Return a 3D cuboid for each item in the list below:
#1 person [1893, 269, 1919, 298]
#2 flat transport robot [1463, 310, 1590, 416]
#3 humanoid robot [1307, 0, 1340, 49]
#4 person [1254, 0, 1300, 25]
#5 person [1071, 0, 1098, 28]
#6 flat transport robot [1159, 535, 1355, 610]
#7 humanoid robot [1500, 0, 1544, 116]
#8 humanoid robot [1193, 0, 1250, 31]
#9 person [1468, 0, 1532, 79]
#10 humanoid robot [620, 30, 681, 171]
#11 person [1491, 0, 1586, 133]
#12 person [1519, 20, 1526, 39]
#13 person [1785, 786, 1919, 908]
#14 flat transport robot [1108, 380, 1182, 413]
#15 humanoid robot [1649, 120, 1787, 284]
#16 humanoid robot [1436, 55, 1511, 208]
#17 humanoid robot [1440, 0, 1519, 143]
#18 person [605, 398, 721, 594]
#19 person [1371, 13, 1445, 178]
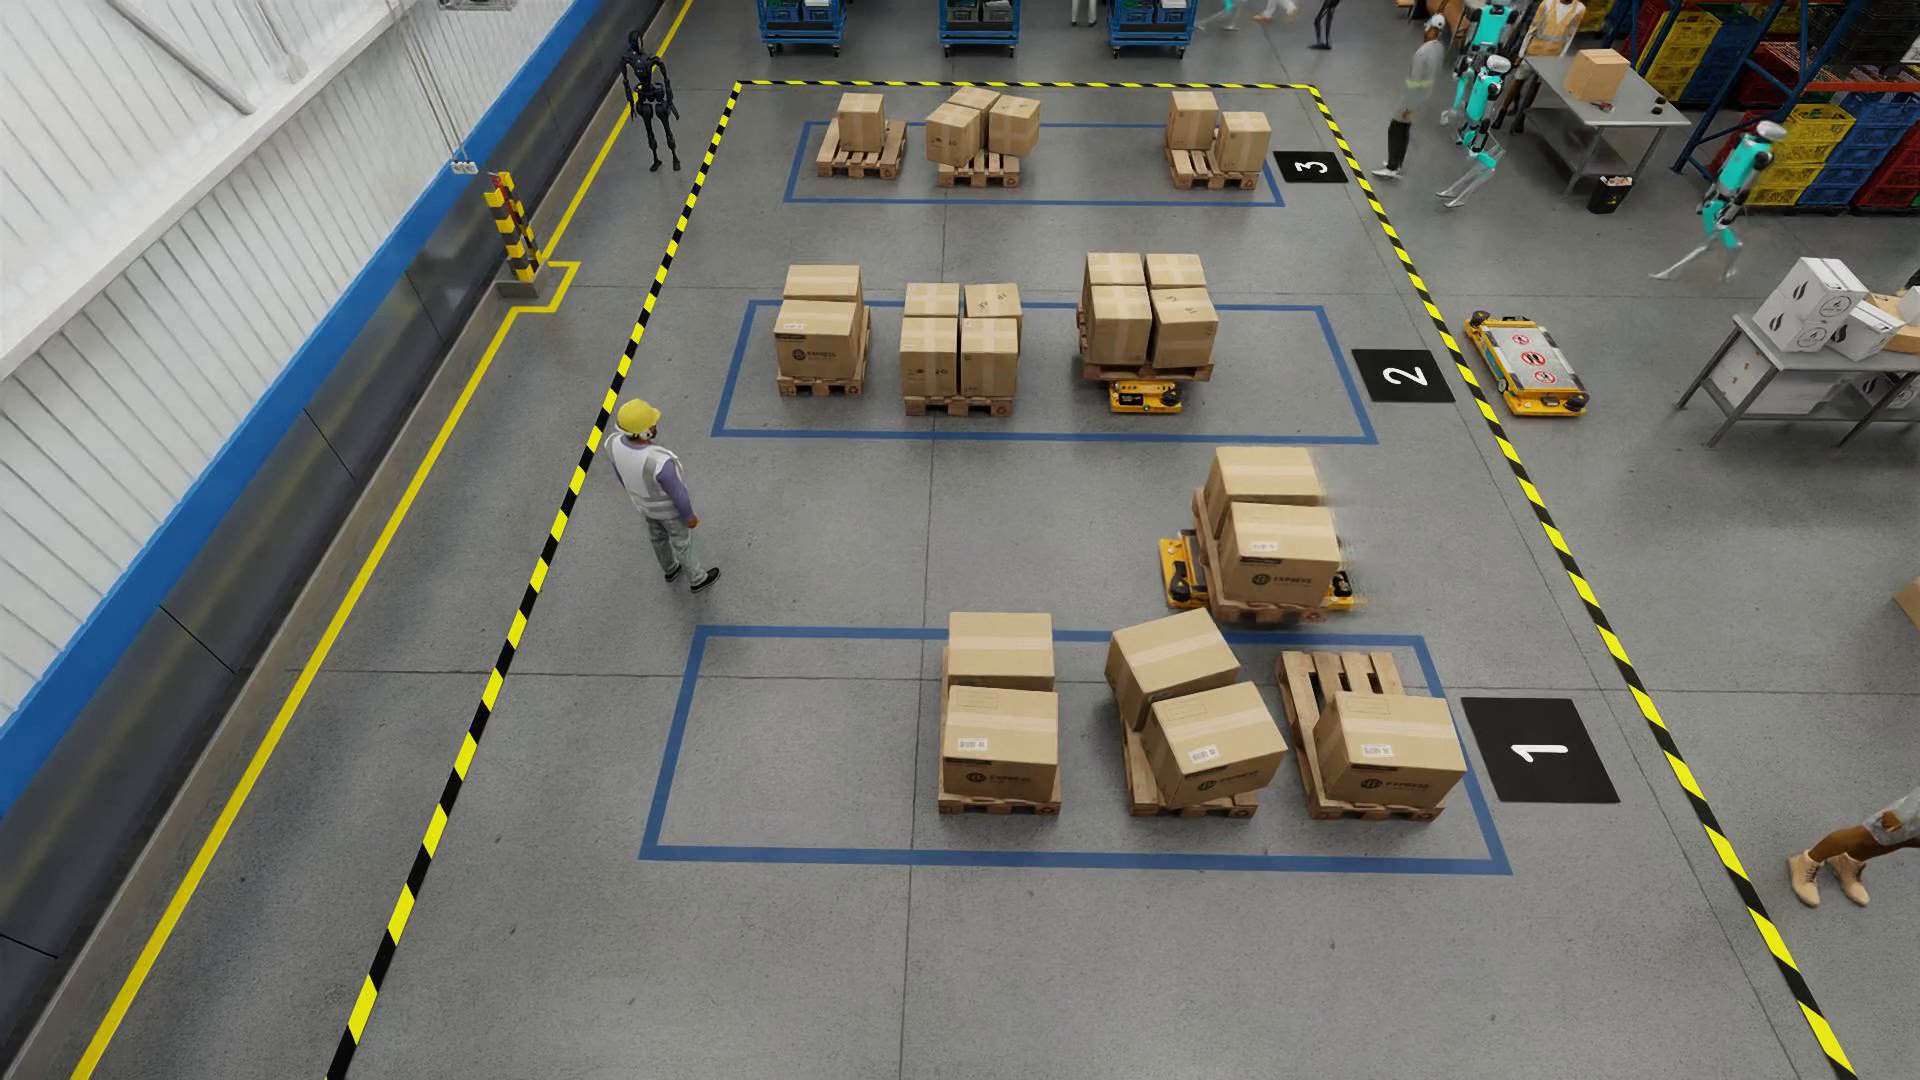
[{"bbox_3d":[10.342,-3.174,9.249,0.332,1.836,0.503,-31,56,-24],"label":"person"},{"bbox_3d":[5.573,-1.757,9.054,0.659,0.231,1.431,1,49,1],"label":"flat transport robot"},{"bbox_3d":[5.626,-8.247,13.737,0.366,1.645,0.584,16,51,13],"label":"humanoid robot"},{"bbox_3d":[5.134,-9.017,14.313,0.654,1.816,0.644,24,53,19],"label":"person"},{"bbox_3d":[2.018,-9.044,14.331,0.564,1.833,0.414,13,50,11],"label":"person"},{"bbox_3d":[2.356,0.229,7.316,1.431,0.197,0.652,1,49,1],"label":"flat transport robot"},{"bbox_3d":[7.550,-6.514,12.258,0.610,1.649,0.603,-13,50,-11],"label":"humanoid robot"},{"bbox_3d":[4.176,-8.645,14.049,1.025,1.732,0.547,12,50,10],"label":"humanoid robot"},{"bbox_3d":[7.759,-7.385,12.974,0.791,1.707,0.505,-3,49,-3],"label":"person"},{"bbox_3d":[-3.769,-5.360,11.231,0.599,1.657,0.315,-1,49,-1],"label":"humanoid robot"},{"bbox_3d":[7.541,-6.287,11.874,0.551,1.933,0.370,18,51,15],"label":"person"},{"bbox_3d":[8.965,-8.621,13.862,0.670,1.988,0.694,-3,49,-2],"label":"person"},{"bbox_3d":[5.496,1.517,5.048,0.607,2.044,0.392,2,49,2],"label":"person"},{"bbox_3d":[1.773,-1.807,9.079,0.652,0.197,1.431,1,49,1],"label":"flat transport robot"},{"bbox_3d":[8.174,-3.452,9.594,0.964,1.806,0.547,3,49,2],"label":"humanoid robot"},{"bbox_3d":[6.042,-4.652,10.499,0.735,1.677,0.533,0,49,0],"label":"humanoid robot"},{"bbox_3d":[6.614,-5.970,11.730,0.542,1.746,0.944,10,50,9],"label":"humanoid robot"},{"bbox_3d":[-2.191,-0.302,6.760,0.598,1.829,0.404,23,53,19],"label":"person"},{"bbox_3d":[5.516,-5.411,11.195,0.619,1.810,0.491,-33,57,-25],"label":"person"}]
